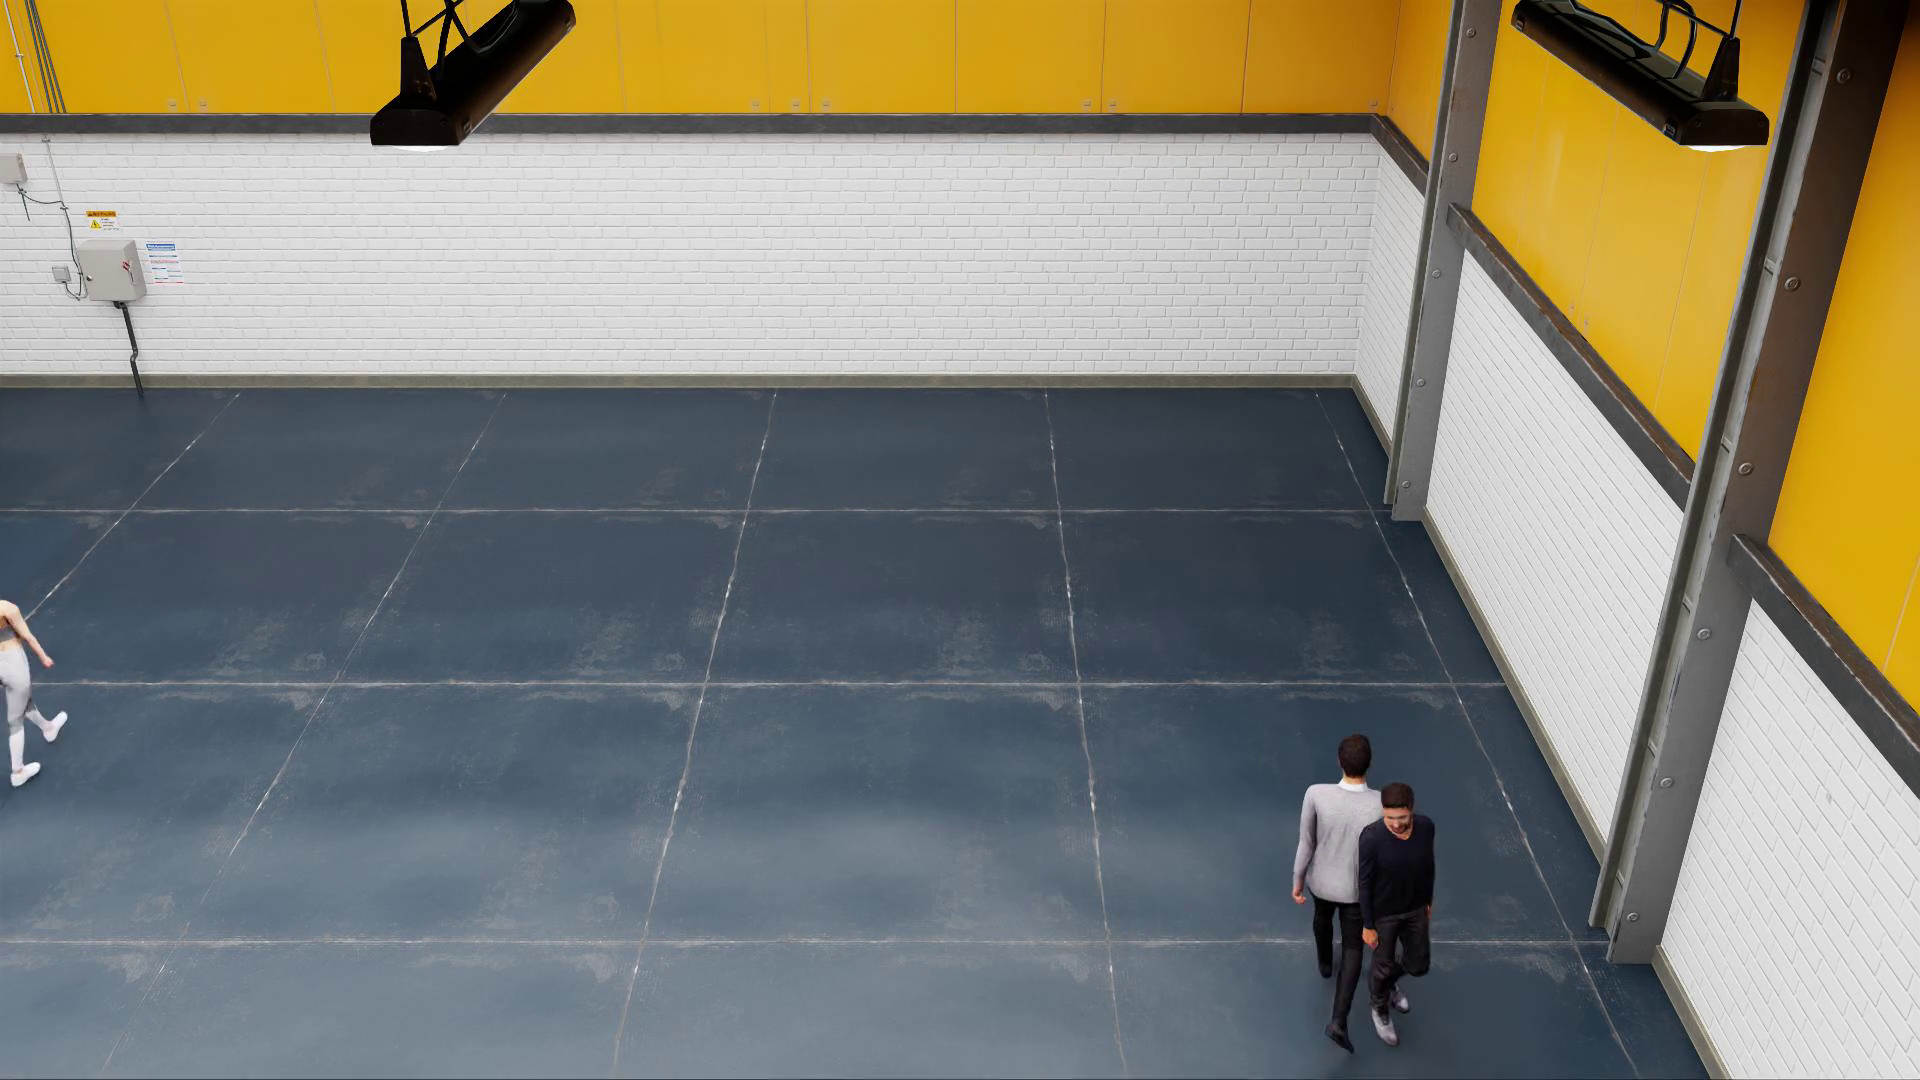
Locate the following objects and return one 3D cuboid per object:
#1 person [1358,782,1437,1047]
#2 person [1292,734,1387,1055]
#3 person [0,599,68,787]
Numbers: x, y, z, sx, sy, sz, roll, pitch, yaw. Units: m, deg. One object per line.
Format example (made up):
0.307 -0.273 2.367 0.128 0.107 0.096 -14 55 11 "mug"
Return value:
2.470 2.117 9.657 0.754 1.847 0.762 -13 31 -23 "person"
2.217 2.050 9.720 1.047 1.903 1.371 11 30 19 "person"
-6.862 0.991 11.904 0.681 1.670 1.054 6 29 10 "person"
